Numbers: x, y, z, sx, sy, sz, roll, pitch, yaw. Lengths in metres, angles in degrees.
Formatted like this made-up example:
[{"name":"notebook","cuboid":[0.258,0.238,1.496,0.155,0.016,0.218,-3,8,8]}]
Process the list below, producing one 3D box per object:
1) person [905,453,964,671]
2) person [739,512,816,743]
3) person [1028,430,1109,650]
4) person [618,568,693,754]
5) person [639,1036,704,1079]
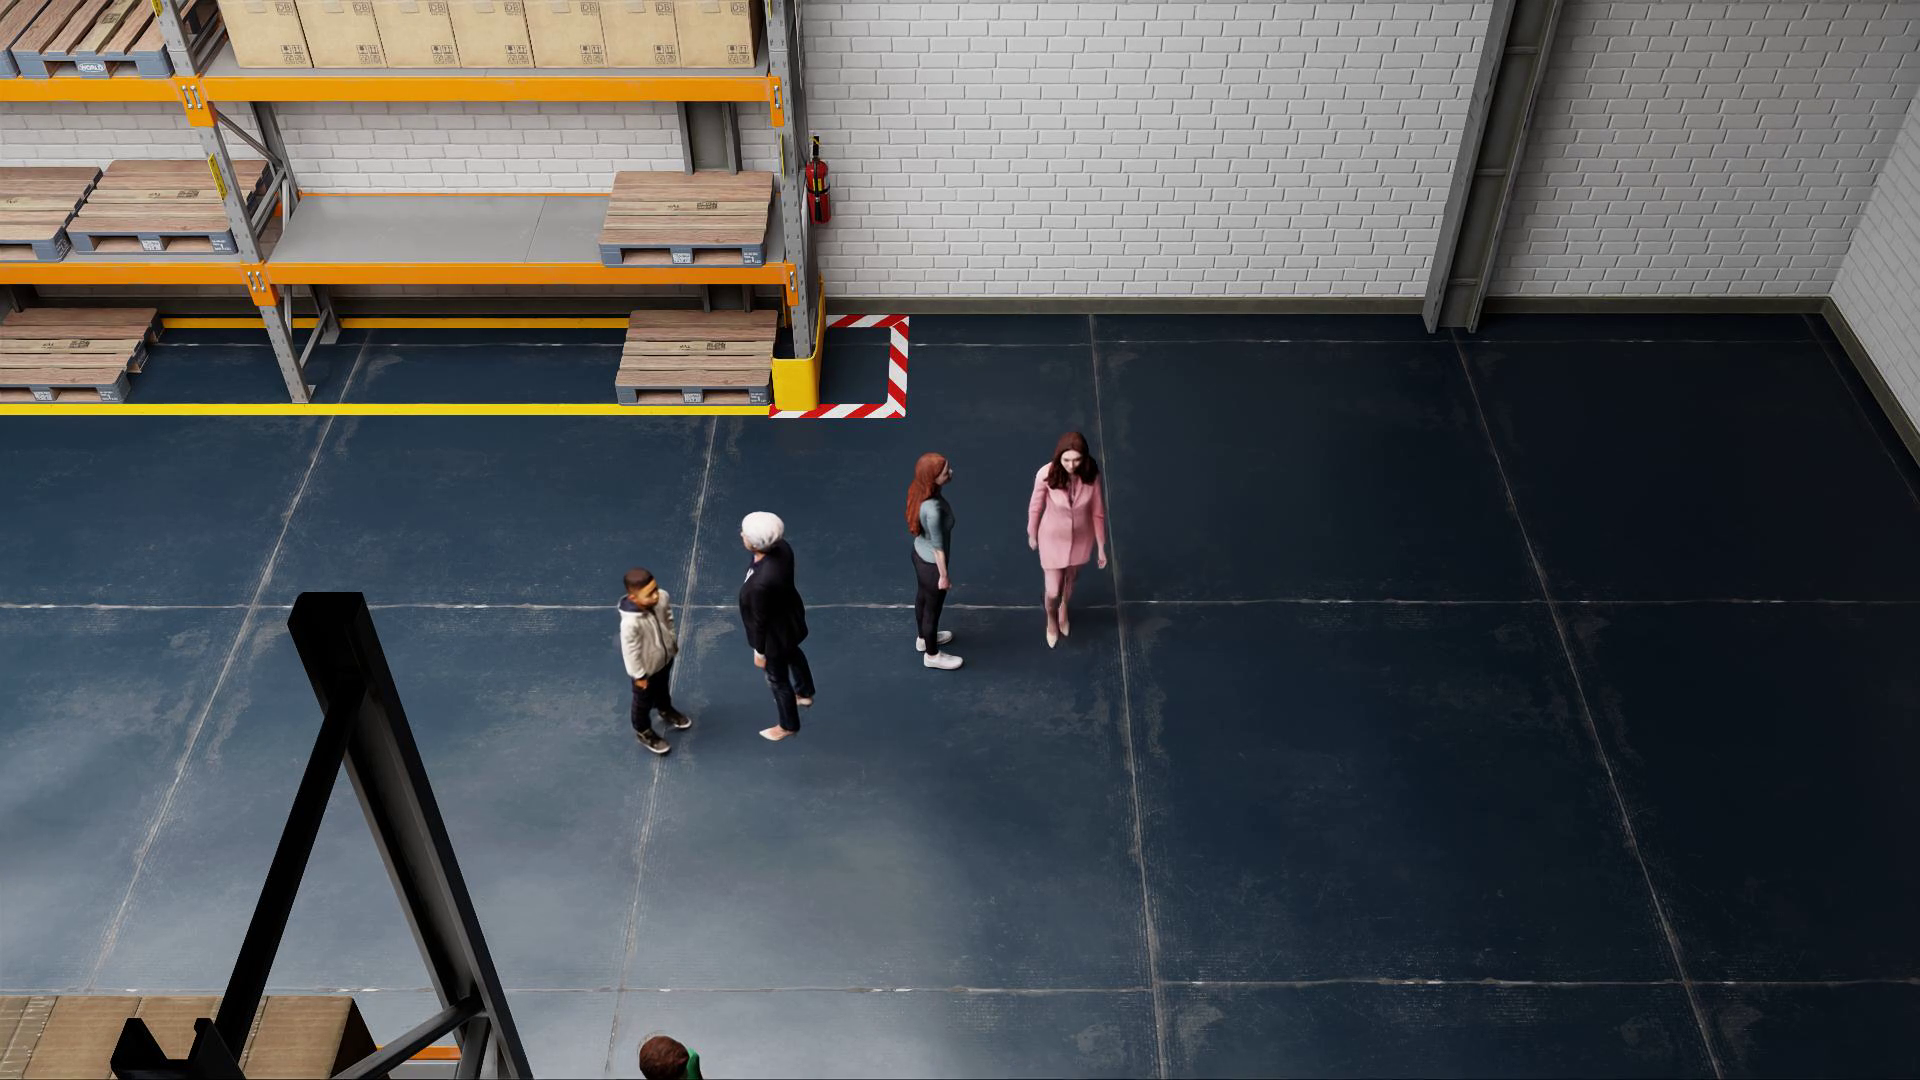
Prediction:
[{"name":"person","cuboid":[-0.178,0.130,10.599,0.609,1.743,0.623,-9,44,-9]},{"name":"person","cuboid":[-1.033,0.456,9.419,0.645,1.778,0.753,7,44,7]},{"name":"person","cuboid":[0.680,-0.078,10.787,0.633,1.785,0.743,-6,44,-7]},{"name":"person","cuboid":[-1.915,0.707,10.205,0.644,1.451,0.646,20,47,20]},{"name":"person","cuboid":[-1.328,2.809,7.853,0.684,1.651,0.671,22,48,22]}]
